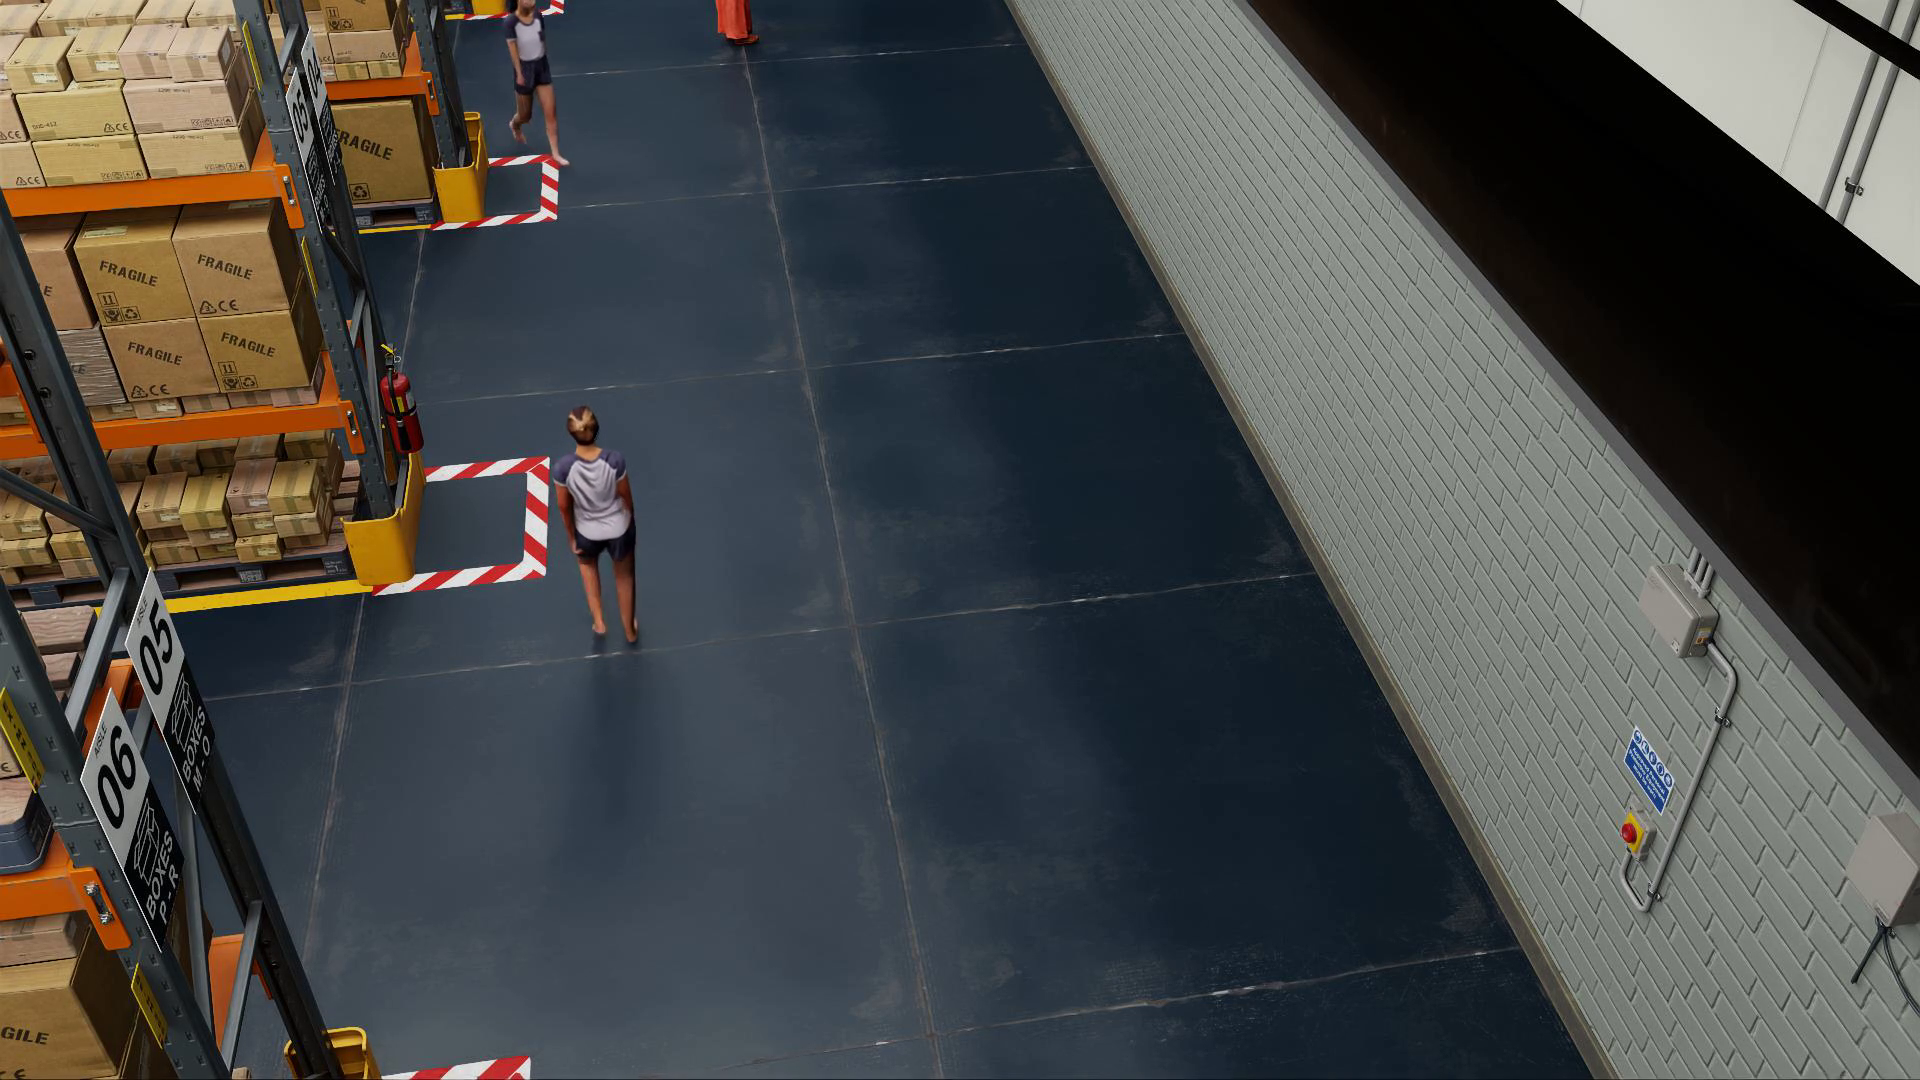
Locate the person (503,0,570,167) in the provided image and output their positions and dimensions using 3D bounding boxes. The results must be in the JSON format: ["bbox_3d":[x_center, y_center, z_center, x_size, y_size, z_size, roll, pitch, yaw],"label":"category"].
[{"bbox_3d":[-3.901,-4.178,14.905,1.030,1.614,0.993,-29,47,-32],"label":"person"}]

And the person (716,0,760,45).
[{"bbox_3d":[-2.360,-6.037,17.129,0.712,1.802,0.712,-22,43,-26],"label":"person"}]

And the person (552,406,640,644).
[{"bbox_3d":[-2.058,-0.018,9.593,0.497,1.608,0.625,-6,38,-8],"label":"person"}]
